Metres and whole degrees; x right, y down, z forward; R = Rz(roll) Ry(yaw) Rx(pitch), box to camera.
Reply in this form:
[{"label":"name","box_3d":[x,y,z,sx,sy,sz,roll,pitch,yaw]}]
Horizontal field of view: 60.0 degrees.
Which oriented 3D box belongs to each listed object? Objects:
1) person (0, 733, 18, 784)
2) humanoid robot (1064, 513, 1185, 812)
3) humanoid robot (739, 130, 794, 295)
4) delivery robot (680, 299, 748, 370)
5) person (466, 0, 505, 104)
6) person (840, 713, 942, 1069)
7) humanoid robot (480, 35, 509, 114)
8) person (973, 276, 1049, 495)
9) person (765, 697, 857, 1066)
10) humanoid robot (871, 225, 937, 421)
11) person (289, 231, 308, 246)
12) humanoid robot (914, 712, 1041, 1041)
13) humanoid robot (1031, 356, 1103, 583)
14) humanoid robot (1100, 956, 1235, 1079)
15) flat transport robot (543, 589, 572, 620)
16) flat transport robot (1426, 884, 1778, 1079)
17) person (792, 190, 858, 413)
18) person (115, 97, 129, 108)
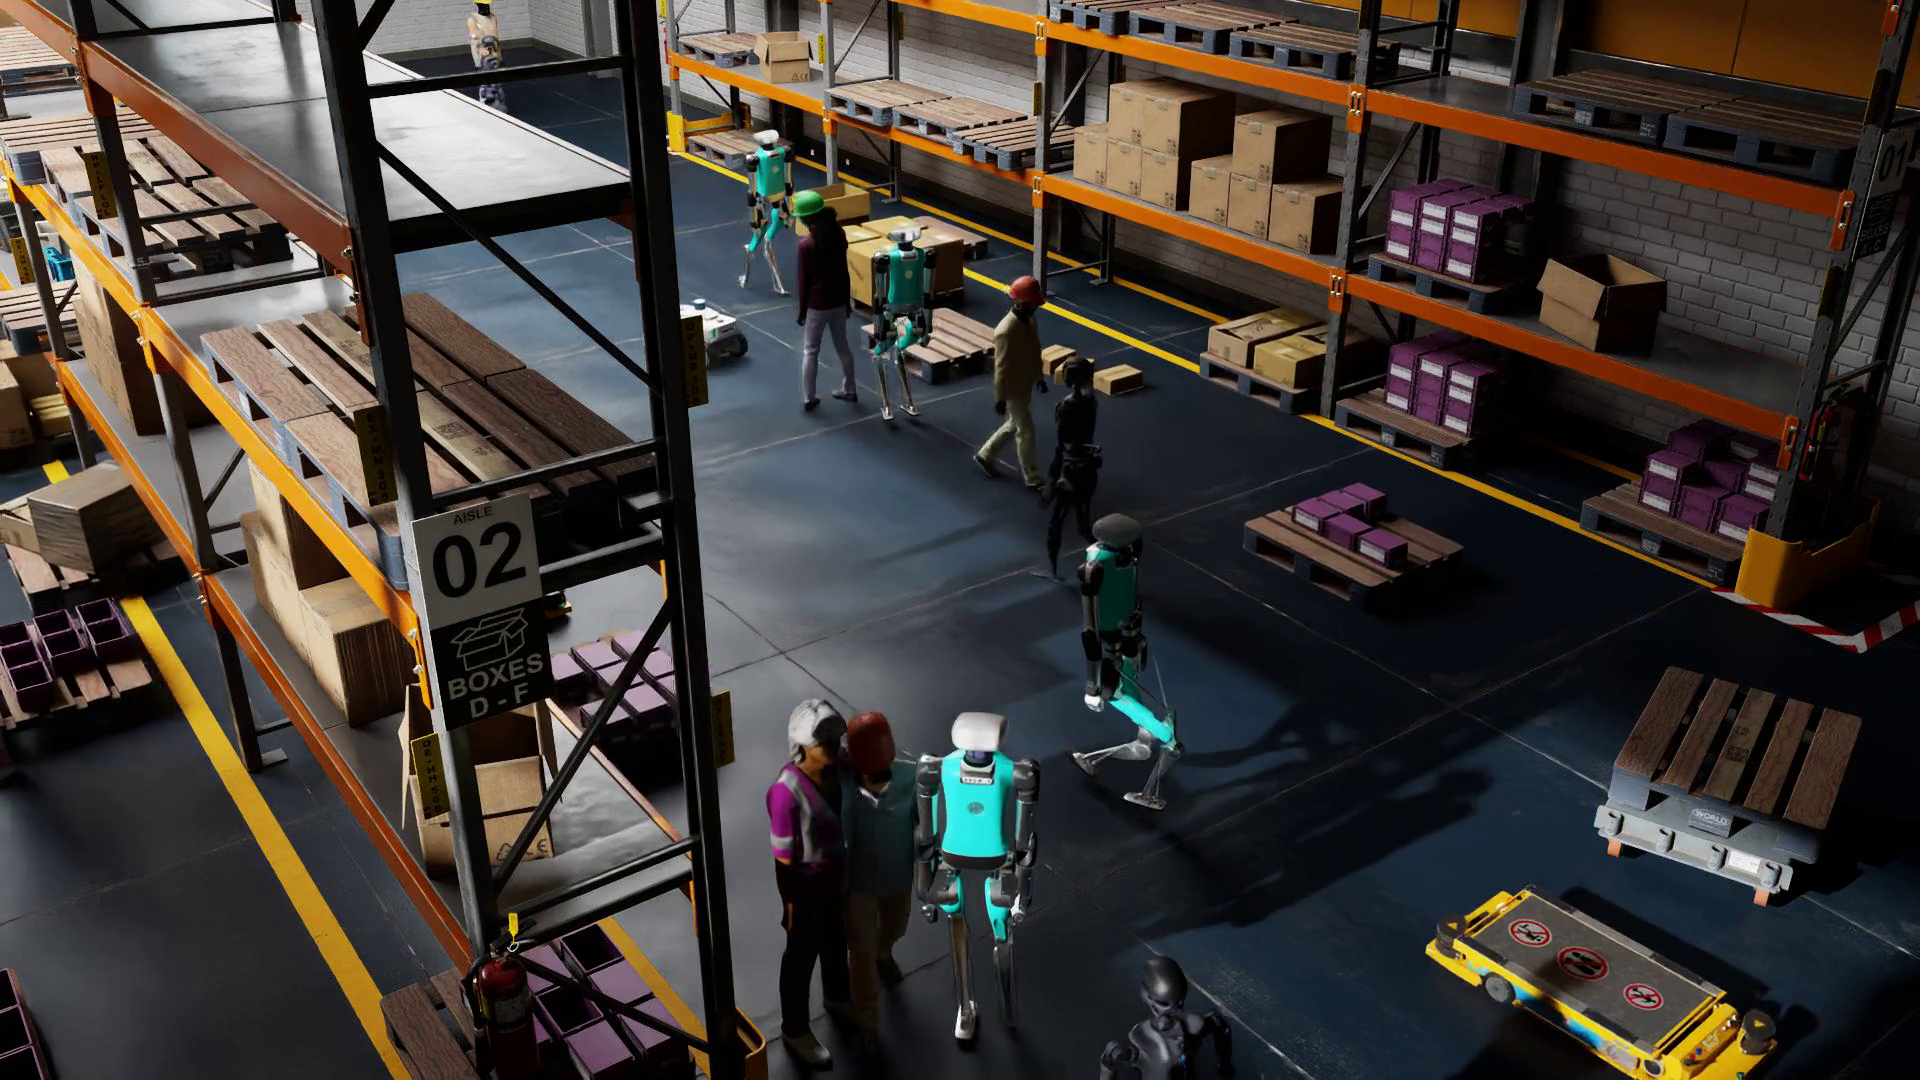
[{"label":"person","box_3d":[-5.729,0.480,9.278,0.708,1.858,0.698,5,27,9]},{"label":"humanoid robot","box_3d":[0.945,0.723,8.911,0.954,1.756,0.544,17,31,30]},{"label":"humanoid robot","box_3d":[-2.080,-3.328,17.048,0.571,1.851,0.883,-20,33,-34]},{"label":"delivery robot","box_3d":[-2.403,-1.947,15.534,0.774,0.588,0.499,20,33,34]},{"label":"person","box_3d":[-6.770,-6.916,23.899,0.364,1.925,0.592,11,29,20]},{"label":"person","box_3d":[-0.382,1.455,7.494,0.573,1.720,0.756,-7,28,-13]},{"label":"humanoid robot","box_3d":[-6.203,-5.816,21.988,0.423,1.640,0.616,-15,30,-28]},{"label":"person","box_3d":[0.440,-1.209,12.784,0.734,1.718,0.592,12,29,22]},{"label":"person","box_3d":[-0.619,1.479,7.302,0.335,1.840,0.508,20,33,34]},{"label":"humanoid robot","box_3d":[-0.532,-1.858,13.896,0.533,1.681,0.735,-10,28,-18]},{"label":"person","box_3d":[-6.353,-2.654,15.755,0.287,1.629,0.498,13,30,24]},{"label":"humanoid robot","box_3d":[0.079,1.498,7.448,0.542,1.866,0.661,2,27,3]},{"label":"humanoid robot","box_3d":[0.833,-0.440,11.325,0.683,1.635,0.607,14,30,26]},{"label":"humanoid robot","box_3d":[0.765,2.211,6.089,0.614,1.614,0.820,-11,29,-21]},{"label":"flat transport robot","box_3d":[-3.285,0.247,11.496,0.659,0.231,1.431,-18,32,-31]},{"label":"flat transport robot","box_3d":[2.981,2.108,7.793,0.659,0.231,1.431,-21,33,-35]},{"label":"person","box_3d":[-1.174,-2.036,14.207,0.531,1.920,0.453,-23,35,-38]},{"label":"person","box_3d":[-10.299,-5.113,20.253,0.401,1.986,0.610,9,28,18]}]
